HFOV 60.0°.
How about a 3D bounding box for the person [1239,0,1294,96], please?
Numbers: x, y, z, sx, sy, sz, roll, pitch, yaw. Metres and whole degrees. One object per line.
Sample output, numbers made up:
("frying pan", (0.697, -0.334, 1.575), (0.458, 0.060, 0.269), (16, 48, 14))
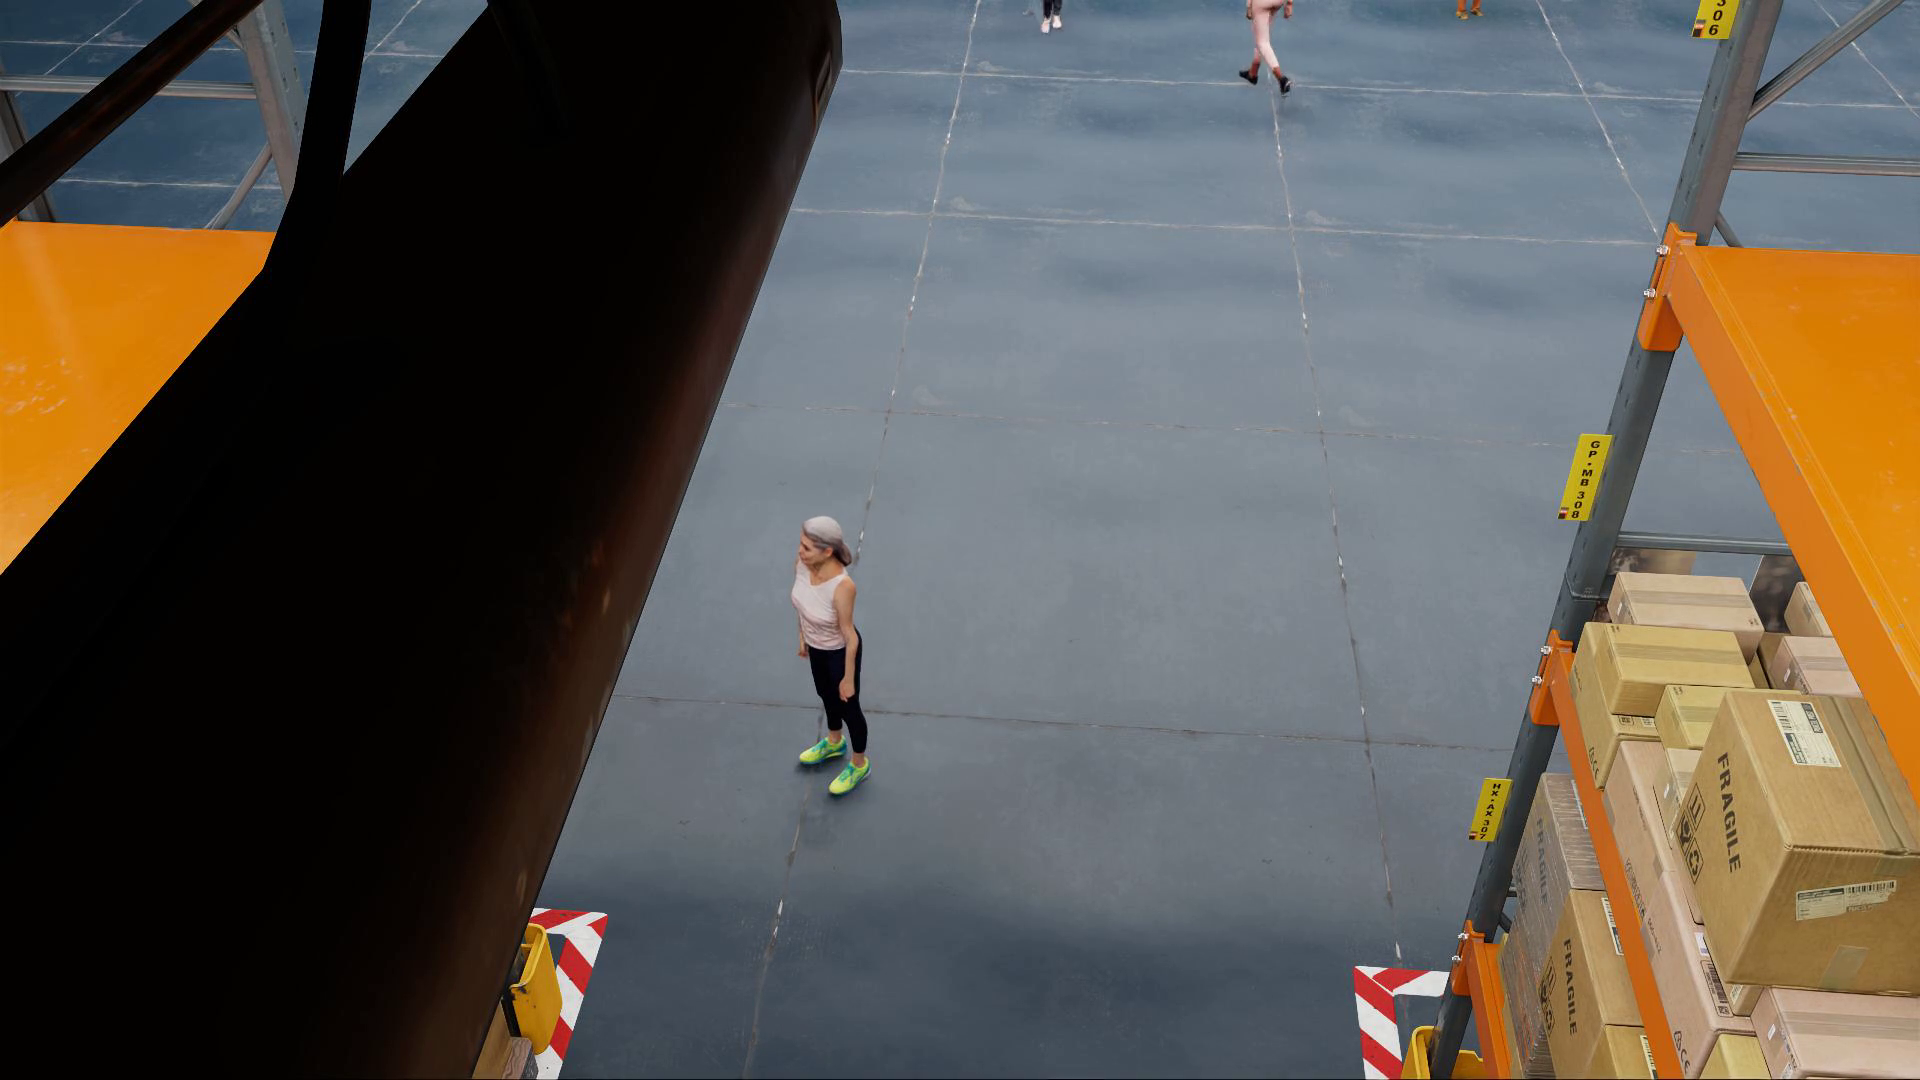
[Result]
("person", (2.905, -4.936, 15.444), (0.970, 1.680, 1.200), (-13, 40, -16))

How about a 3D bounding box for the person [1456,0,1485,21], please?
("person", (5.407, -6.136, 17.162), (0.630, 1.453, 0.648), (-17, 41, -20))

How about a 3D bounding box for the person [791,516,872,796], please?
("person", (-0.637, 0.563, 8.397), (0.747, 1.701, 0.677), (-25, 44, -28))
